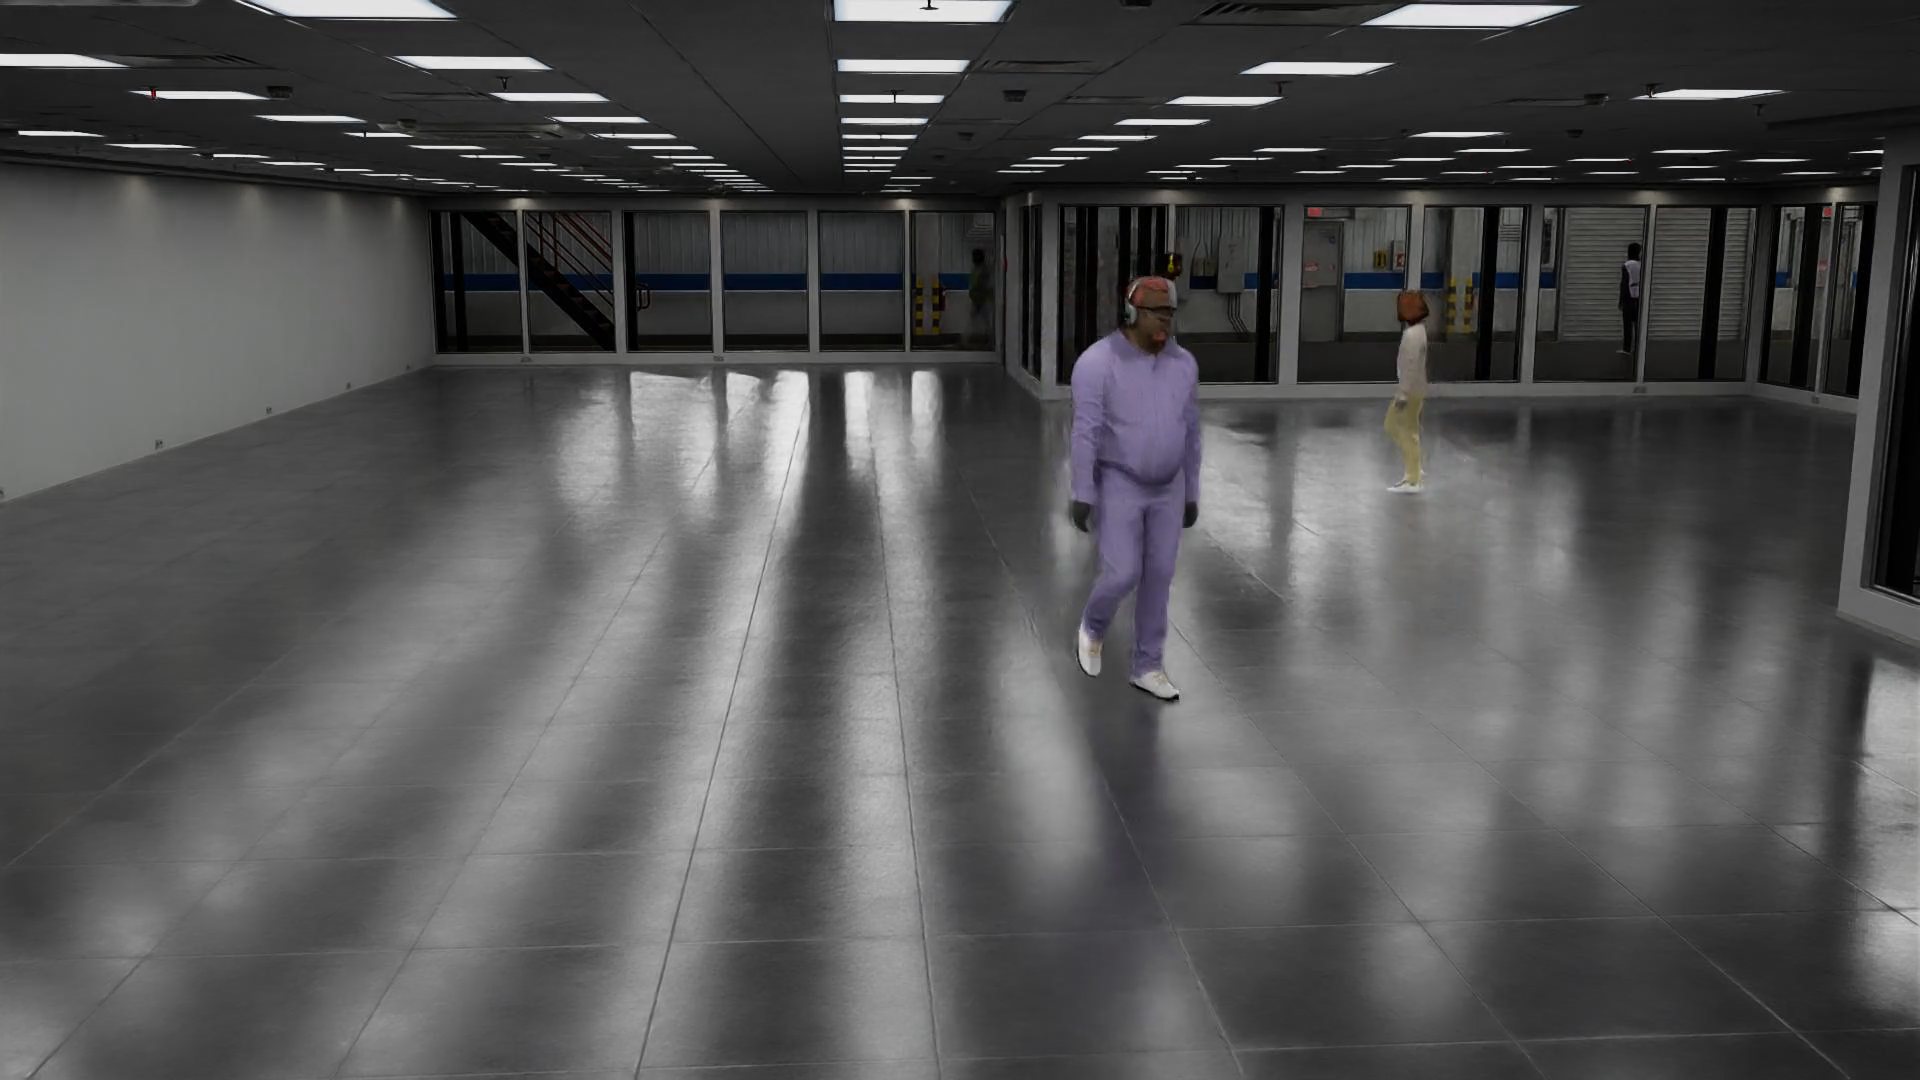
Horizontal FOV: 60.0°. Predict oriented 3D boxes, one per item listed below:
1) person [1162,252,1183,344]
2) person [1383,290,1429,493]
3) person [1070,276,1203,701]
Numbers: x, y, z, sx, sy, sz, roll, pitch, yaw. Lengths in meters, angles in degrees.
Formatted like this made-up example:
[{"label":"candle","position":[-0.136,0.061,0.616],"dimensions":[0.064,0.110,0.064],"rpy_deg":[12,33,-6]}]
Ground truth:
[{"label":"person","position":[2.368,-2.373,19.152],"dimensions":[0.443,1.856,0.513],"rpy_deg":[2,11,13]},{"label":"person","position":[3.556,-1.176,13.279],"dimensions":[0.352,1.617,0.530],"rpy_deg":[3,11,15]},{"label":"person","position":[0.793,-0.233,7.471],"dimensions":[0.669,1.892,0.485],"rpy_deg":[-5,12,-26]}]
